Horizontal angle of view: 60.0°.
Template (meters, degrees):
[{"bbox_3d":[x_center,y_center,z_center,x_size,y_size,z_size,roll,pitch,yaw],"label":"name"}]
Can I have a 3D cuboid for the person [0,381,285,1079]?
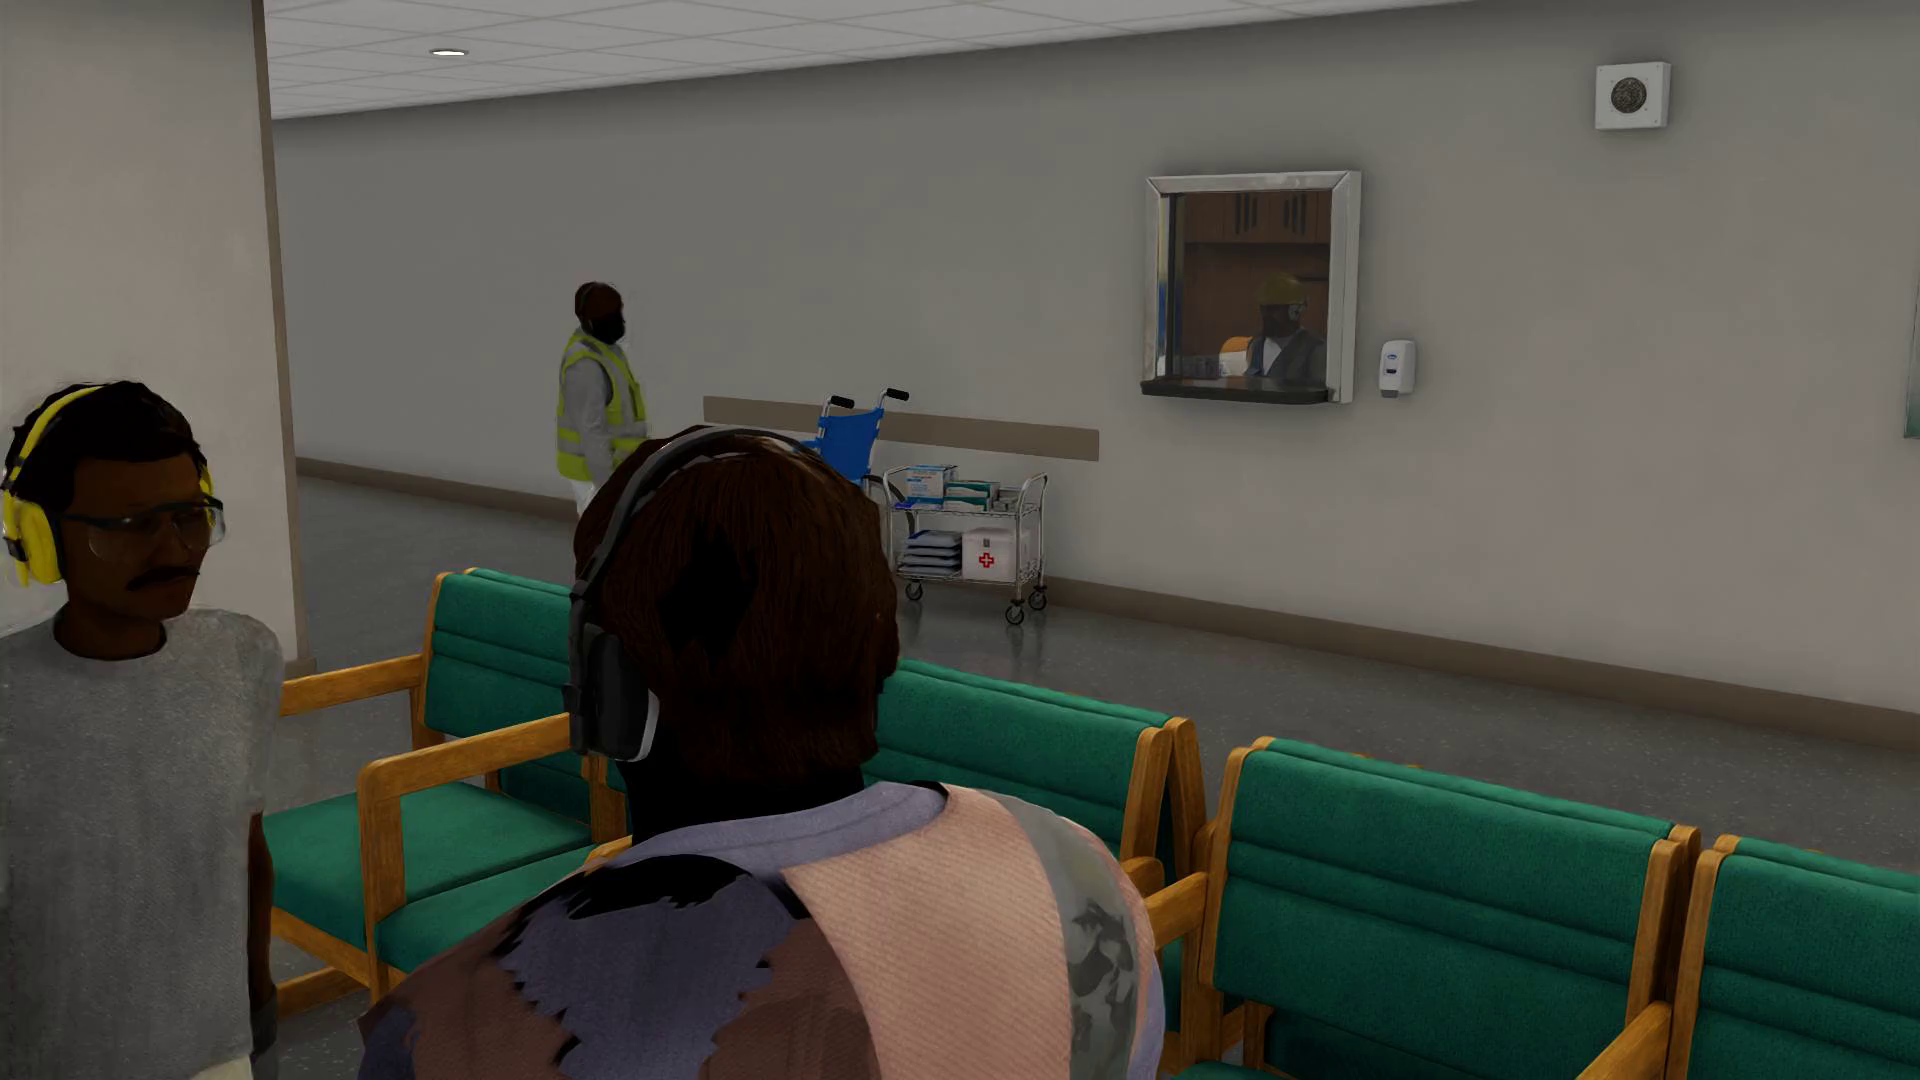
[{"bbox_3d":[-1.100,0.697,2.142,0.960,1.808,0.538,7,12,36],"label":"person"}]

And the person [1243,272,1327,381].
[{"bbox_3d":[1.725,-0.522,8.976,0.403,1.830,0.600,-7,12,-35],"label":"person"}]

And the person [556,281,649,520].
[{"bbox_3d":[-1.691,-0.314,7.907,0.433,1.814,0.660,-2,10,-12],"label":"person"}]

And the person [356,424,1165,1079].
[{"bbox_3d":[-0.147,0.833,1.239,0.633,1.841,0.429,-8,13,-38],"label":"person"}]
